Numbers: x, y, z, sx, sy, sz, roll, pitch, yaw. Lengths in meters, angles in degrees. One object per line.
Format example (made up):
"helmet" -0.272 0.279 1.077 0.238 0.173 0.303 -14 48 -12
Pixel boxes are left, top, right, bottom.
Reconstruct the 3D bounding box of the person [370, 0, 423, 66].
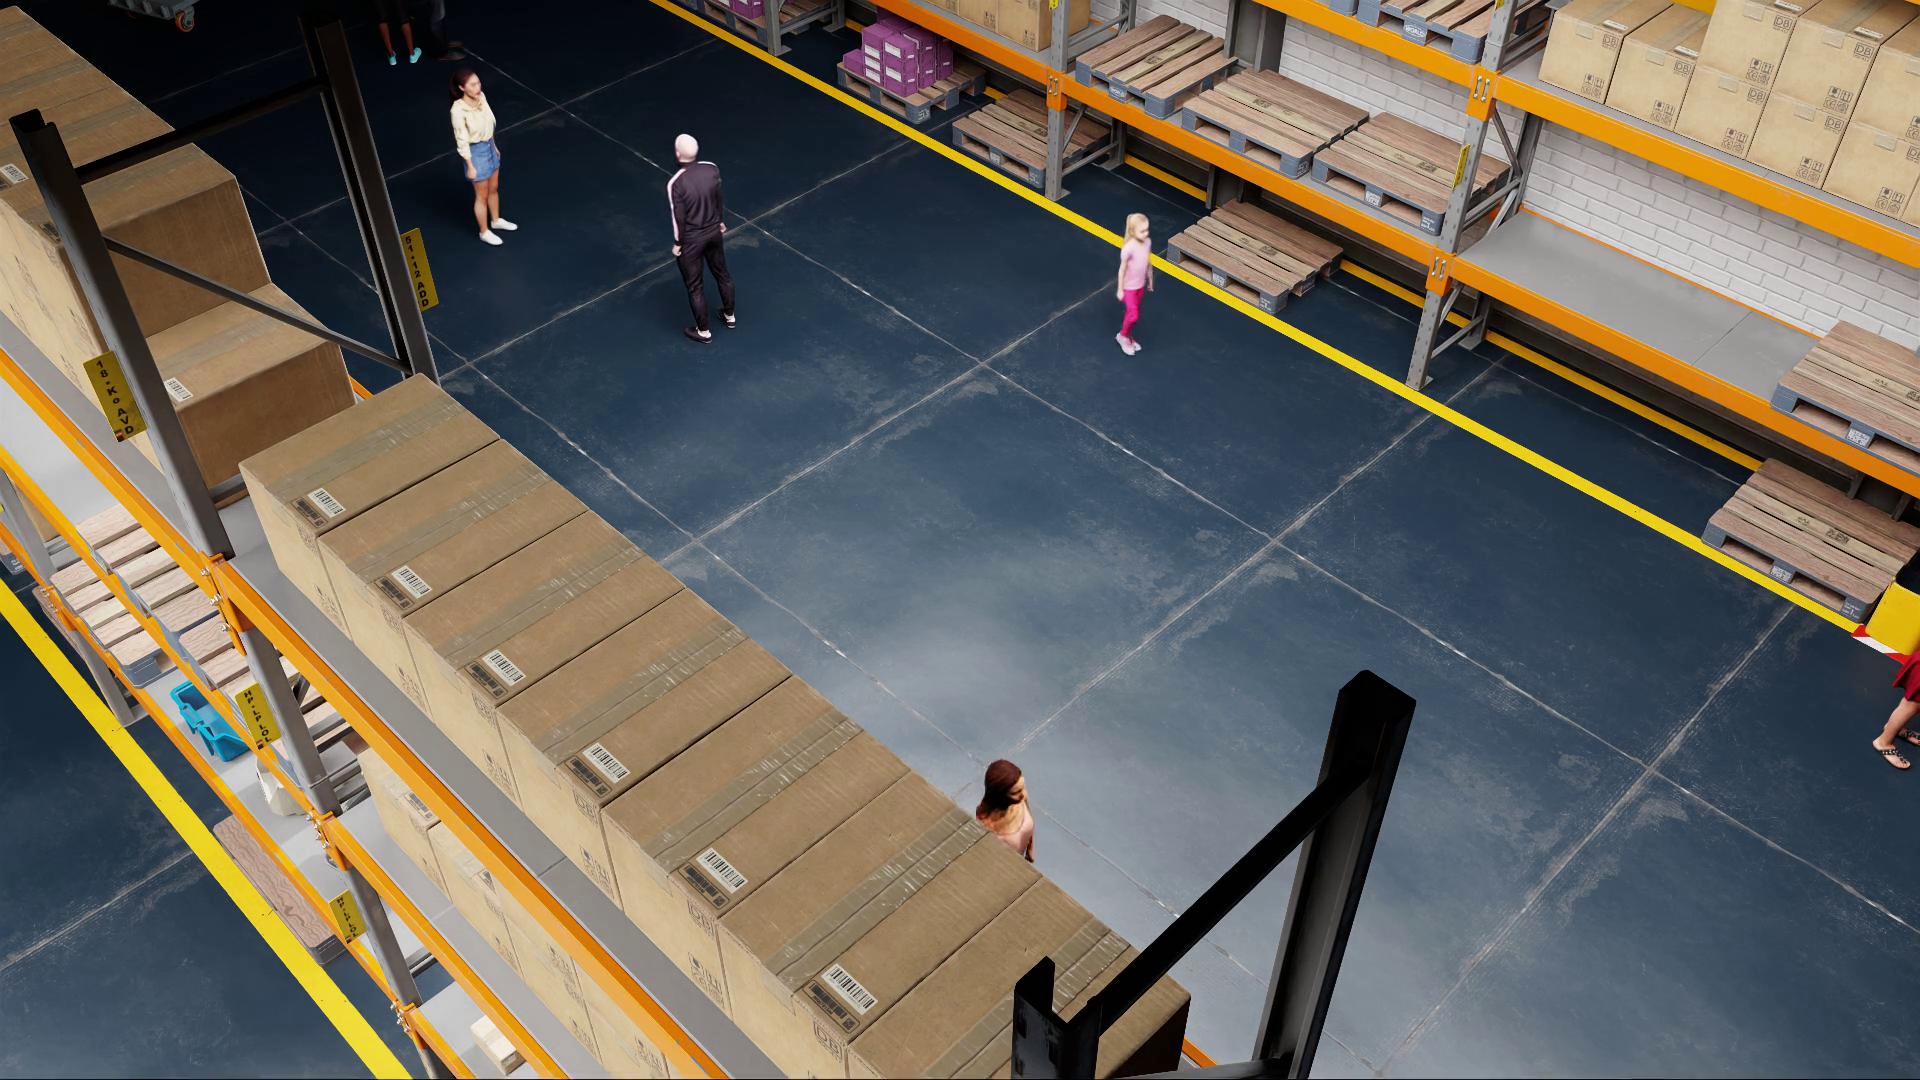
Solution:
"person" -5.883 -5.682 16.918 0.658 1.725 0.703 -5 44 -5

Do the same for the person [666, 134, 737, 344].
"person" -2.099 -2.434 13.428 0.559 1.835 0.677 33 53 30

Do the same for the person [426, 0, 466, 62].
"person" -5.433 -5.831 17.010 0.842 1.814 0.717 -10 45 -11

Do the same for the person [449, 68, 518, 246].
"person" -4.206 -3.379 14.569 0.695 1.630 0.719 14 45 14

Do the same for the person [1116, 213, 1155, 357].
"person" 1.364 -2.111 13.501 0.499 1.266 0.502 -33 53 -30

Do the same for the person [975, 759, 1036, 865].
"person" 0.125 1.756 9.066 1.174 1.786 0.758 25 49 24

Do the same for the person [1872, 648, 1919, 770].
"person" 6.066 0.759 10.281 0.589 1.554 0.526 34 53 30
